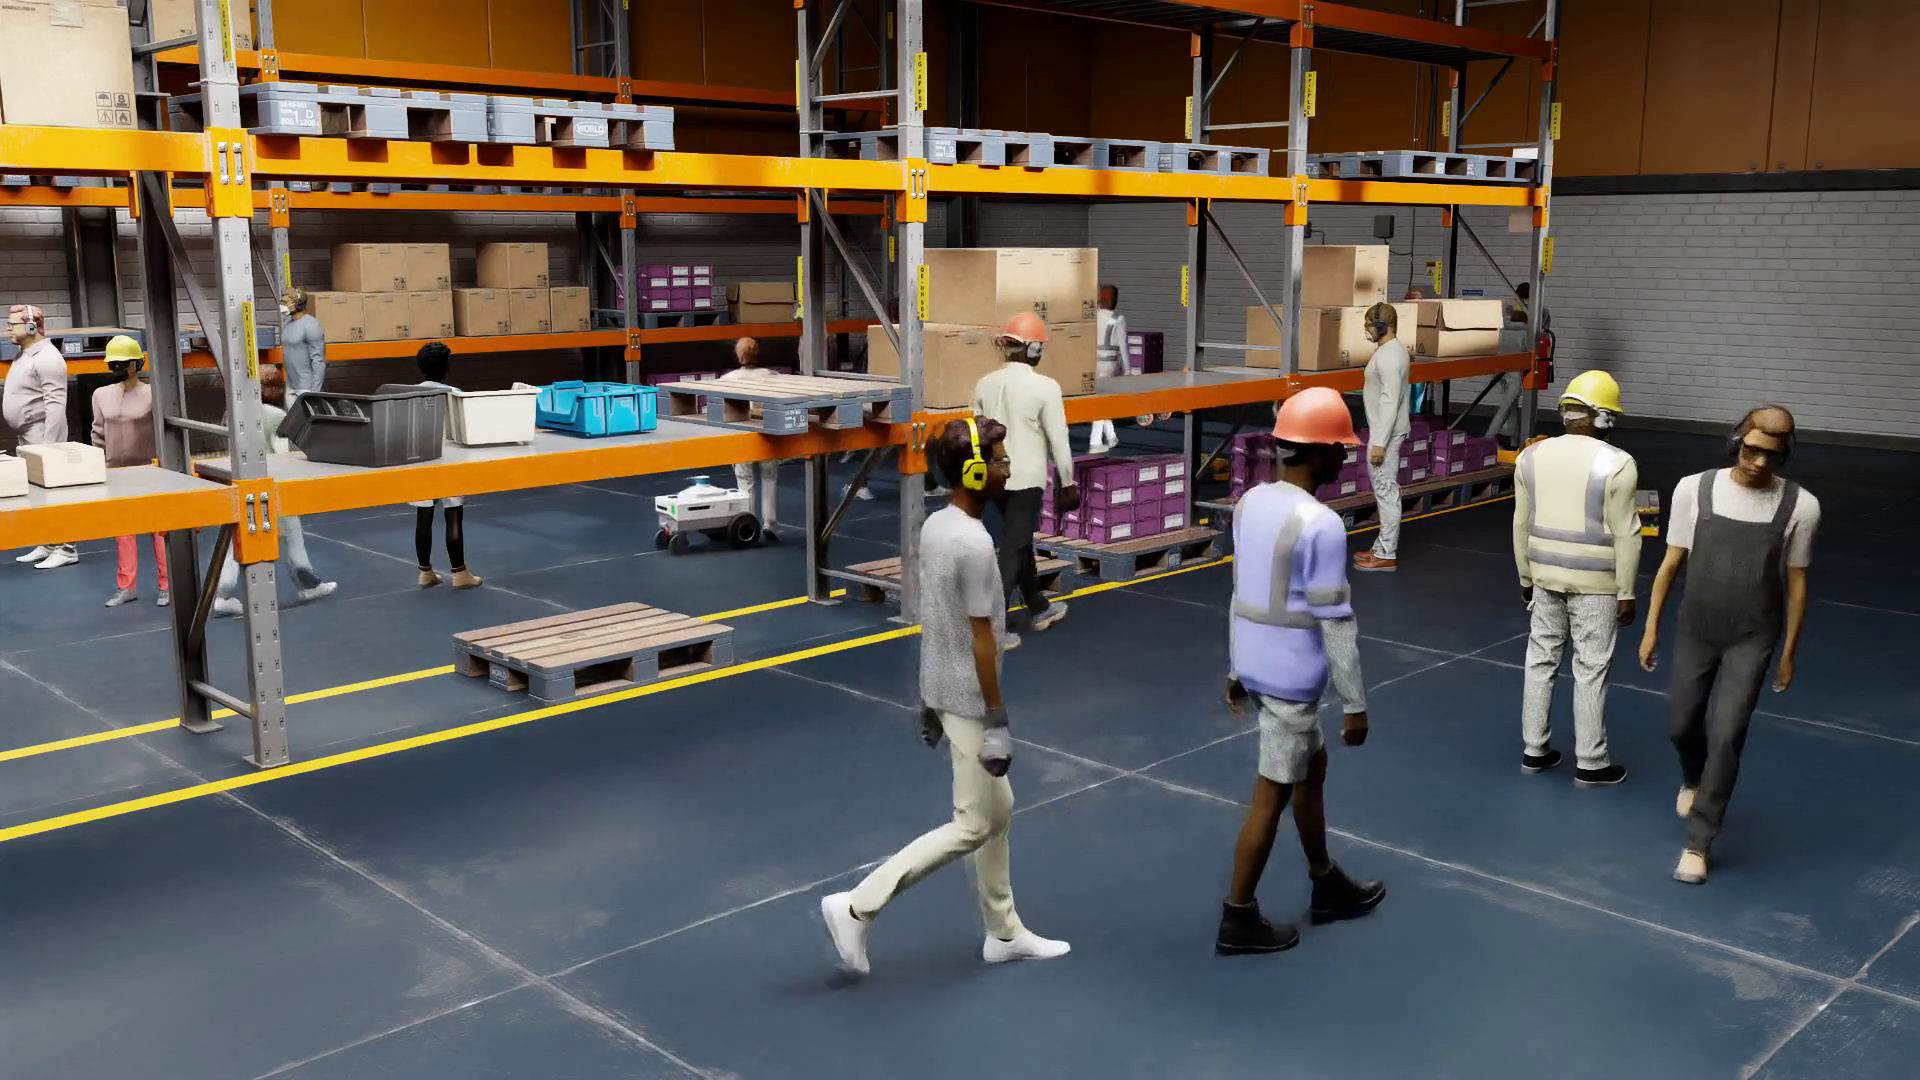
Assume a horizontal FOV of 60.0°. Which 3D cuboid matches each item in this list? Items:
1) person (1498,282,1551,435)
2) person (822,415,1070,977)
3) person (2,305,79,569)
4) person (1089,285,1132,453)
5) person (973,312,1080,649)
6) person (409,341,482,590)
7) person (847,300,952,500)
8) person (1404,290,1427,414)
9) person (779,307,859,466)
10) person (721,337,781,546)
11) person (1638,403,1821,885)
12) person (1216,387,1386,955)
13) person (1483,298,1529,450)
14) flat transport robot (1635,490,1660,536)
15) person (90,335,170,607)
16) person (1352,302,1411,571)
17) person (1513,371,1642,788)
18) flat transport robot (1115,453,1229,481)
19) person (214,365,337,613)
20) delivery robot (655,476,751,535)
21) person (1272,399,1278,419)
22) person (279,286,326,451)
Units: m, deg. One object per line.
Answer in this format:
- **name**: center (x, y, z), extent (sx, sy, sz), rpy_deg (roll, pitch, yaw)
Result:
- **person**: center (6.769, -2.180, 20.077), extent (0.633, 1.841, 0.429), rpy_deg (0, 10, 0)
- **person**: center (-0.037, 0.524, 5.332), extent (0.783, 1.852, 0.526), rpy_deg (-2, 11, -12)
- **person**: center (-6.702, -0.747, 12.082), extent (0.407, 1.910, 0.639), rpy_deg (-10, 14, -44)
- **person**: center (1.693, -1.916, 18.603), extent (0.619, 1.849, 0.876), rpy_deg (10, 14, 42)
- **person**: center (0.426, -0.355, 9.804), extent (0.978, 1.947, 0.611), rpy_deg (-10, 14, -43)
- **person**: center (-3.547, -0.499, 11.315), extent (0.533, 1.692, 0.319), rpy_deg (3, 11, 16)
- **person**: center (-0.577, -1.286, 15.158), extent (1.018, 1.870, 0.594), rpy_deg (-3, 11, -18)
- **person**: center (4.919, -1.789, 17.999), extent (0.599, 1.806, 0.773), rpy_deg (0, 10, 2)
- **person**: center (-1.485, -1.637, 17.441), extent (0.908, 1.723, 0.536), rpy_deg (-6, 12, -29)
- **person**: center (-1.623, -0.775, 13.002), extent (0.537, 1.616, 0.525), rpy_deg (-1, 10, -8)
- **person**: center (2.911, 0.360, 6.327), extent (0.586, 1.807, 0.700), rpy_deg (6, 12, 30)
- **person**: center (1.223, 0.444, 5.591), extent (0.837, 1.903, 0.564), rpy_deg (-3, 11, -16)
- **person**: center (6.205, -1.869, 18.772), extent (0.771, 1.701, 0.515), rpy_deg (-5, 11, -25)
- **flat transport robot**: center (5.471, -0.256, 13.871), extent (0.652, 0.197, 1.431), rpy_deg (4, 11, 21)
- **person**: center (-5.355, -0.439, 10.788), extent (0.524, 1.769, 0.309), rpy_deg (0, 10, -2)
- **person**: center (3.043, -0.737, 11.961), extent (0.373, 1.933, 0.627), rpy_deg (3, 11, 17)
- **person**: center (2.715, 0.171, 7.307), extent (0.403, 1.822, 0.589), rpy_deg (-8, 13, -37)
- **flat transport robot**: center (1.975, -0.700, 16.288), extent (1.431, 0.197, 0.652), rpy_deg (-4, 11, -20)
- **person**: center (-4.478, -0.333, 10.716), extent (0.530, 1.582, 0.880), rpy_deg (5, 12, 26)
- **delivery robot**: center (-1.975, -0.250, 12.807), extent (0.707, 0.478, 0.477), rpy_deg (-7, 13, -34)
- **person**: center (4.314, -2.283, 21.281), extent (0.495, 1.603, 0.775), rpy_deg (-4, 11, -21)
- **person**: center (-6.157, -1.408, 15.601), extent (0.636, 1.938, 0.355), rpy_deg (10, 14, 43)
